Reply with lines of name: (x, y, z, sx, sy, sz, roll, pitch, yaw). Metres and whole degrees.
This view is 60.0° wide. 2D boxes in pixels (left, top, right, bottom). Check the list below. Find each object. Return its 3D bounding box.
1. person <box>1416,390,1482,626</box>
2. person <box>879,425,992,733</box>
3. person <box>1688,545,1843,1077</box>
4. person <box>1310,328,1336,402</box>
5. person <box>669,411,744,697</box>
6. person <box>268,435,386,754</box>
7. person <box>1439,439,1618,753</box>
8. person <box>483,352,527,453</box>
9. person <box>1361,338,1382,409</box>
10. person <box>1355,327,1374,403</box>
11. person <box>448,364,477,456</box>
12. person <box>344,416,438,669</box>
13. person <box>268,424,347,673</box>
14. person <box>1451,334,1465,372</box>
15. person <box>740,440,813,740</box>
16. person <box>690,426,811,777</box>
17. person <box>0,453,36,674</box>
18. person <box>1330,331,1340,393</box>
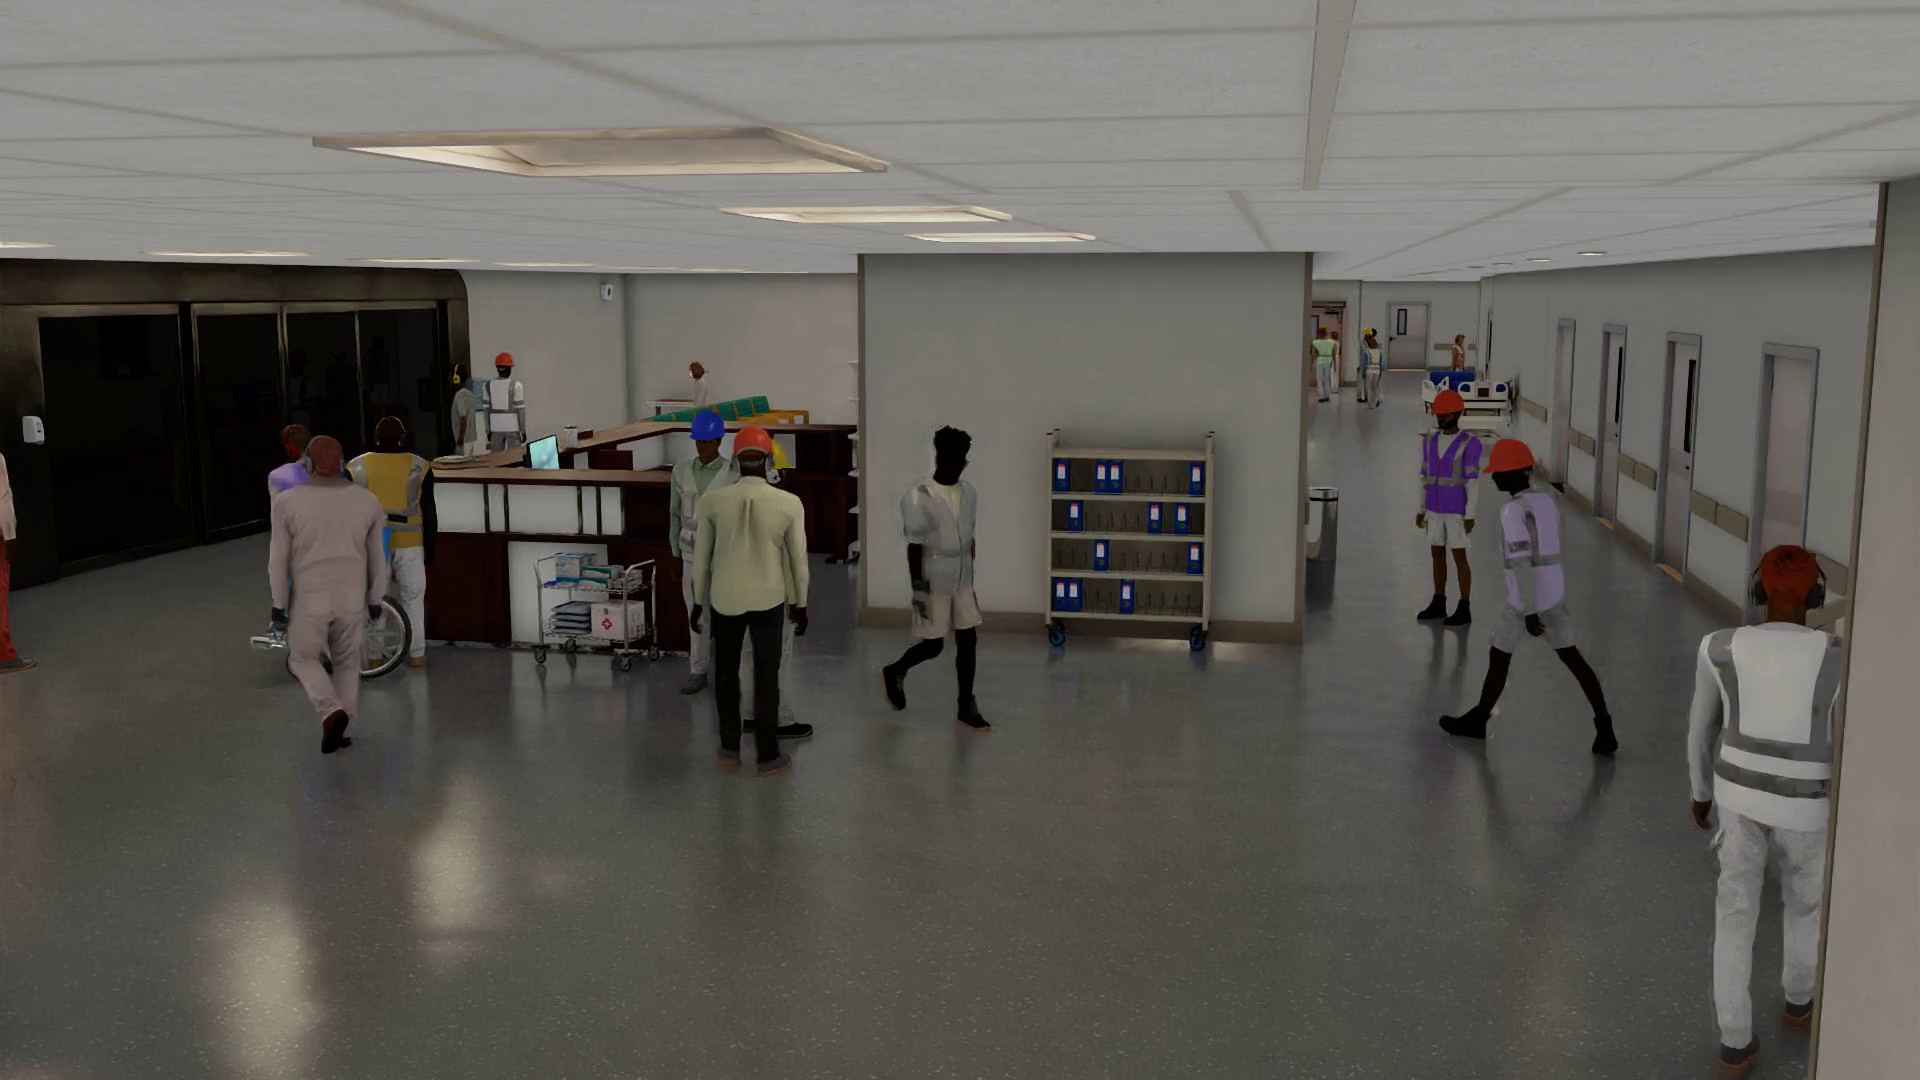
person: (3.982, -0.269, 13.634, 0.390, 1.928, 0.545, -6, 11, -35)
person: (-0.170, 0.231, 10.339, 0.614, 1.926, 0.714, -8, 12, -42)
person: (2.946, 0.925, 5.986, 0.601, 1.840, 0.924, 6, 11, 35)
person: (8.838, -4.259, 40.582, 0.608, 1.796, 0.704, -2, 9, -10)
person: (-1.675, 0.098, 11.176, 0.606, 1.940, 0.419, 3, 9, 18)
person: (-3.699, 0.330, 9.774, 0.659, 1.893, 0.624, -7, 11, -39)
person: (3.467, 0.338, 9.890, 0.598, 1.867, 1.076, -7, 11, -40)
person: (-5.830, -1.440, 21.384, 0.552, 1.934, 0.363, 1, 9, 9)
person: (9.452, -3.822, 38.204, 0.530, 1.623, 0.365, -3, 9, -21)
person: (9.866, -4.251, 40.374, 0.589, 1.834, 0.403, -5, 10, -28)
person: (-5.878, -1.146, 19.676, 0.310, 1.863, 0.533, -1, 9, -5)
person: (-4.088, 0.028, 11.999, 0.628, 1.838, 0.430, -2, 9, -14)
person: (-4.657, 0.048, 12.045, 0.604, 1.774, 1.000, -3, 9, -19)
person: (12.247, -4.235, 40.914, 0.310, 1.638, 0.522, 8, 12, 43)
person: (-1.160, 0.303, 10.159, 0.590, 1.833, 0.404, 8, 12, 44)
person: (-1.186, 0.347, 9.476, 0.674, 1.965, 0.605, 0, 9, -2)
person: (-6.972, -0.034, 11.853, 0.622, 1.994, 0.381, 2, 9, 16)
person: (9.862, -4.682, 43.865, 0.309, 1.644, 0.516, 5, 10, 29)
